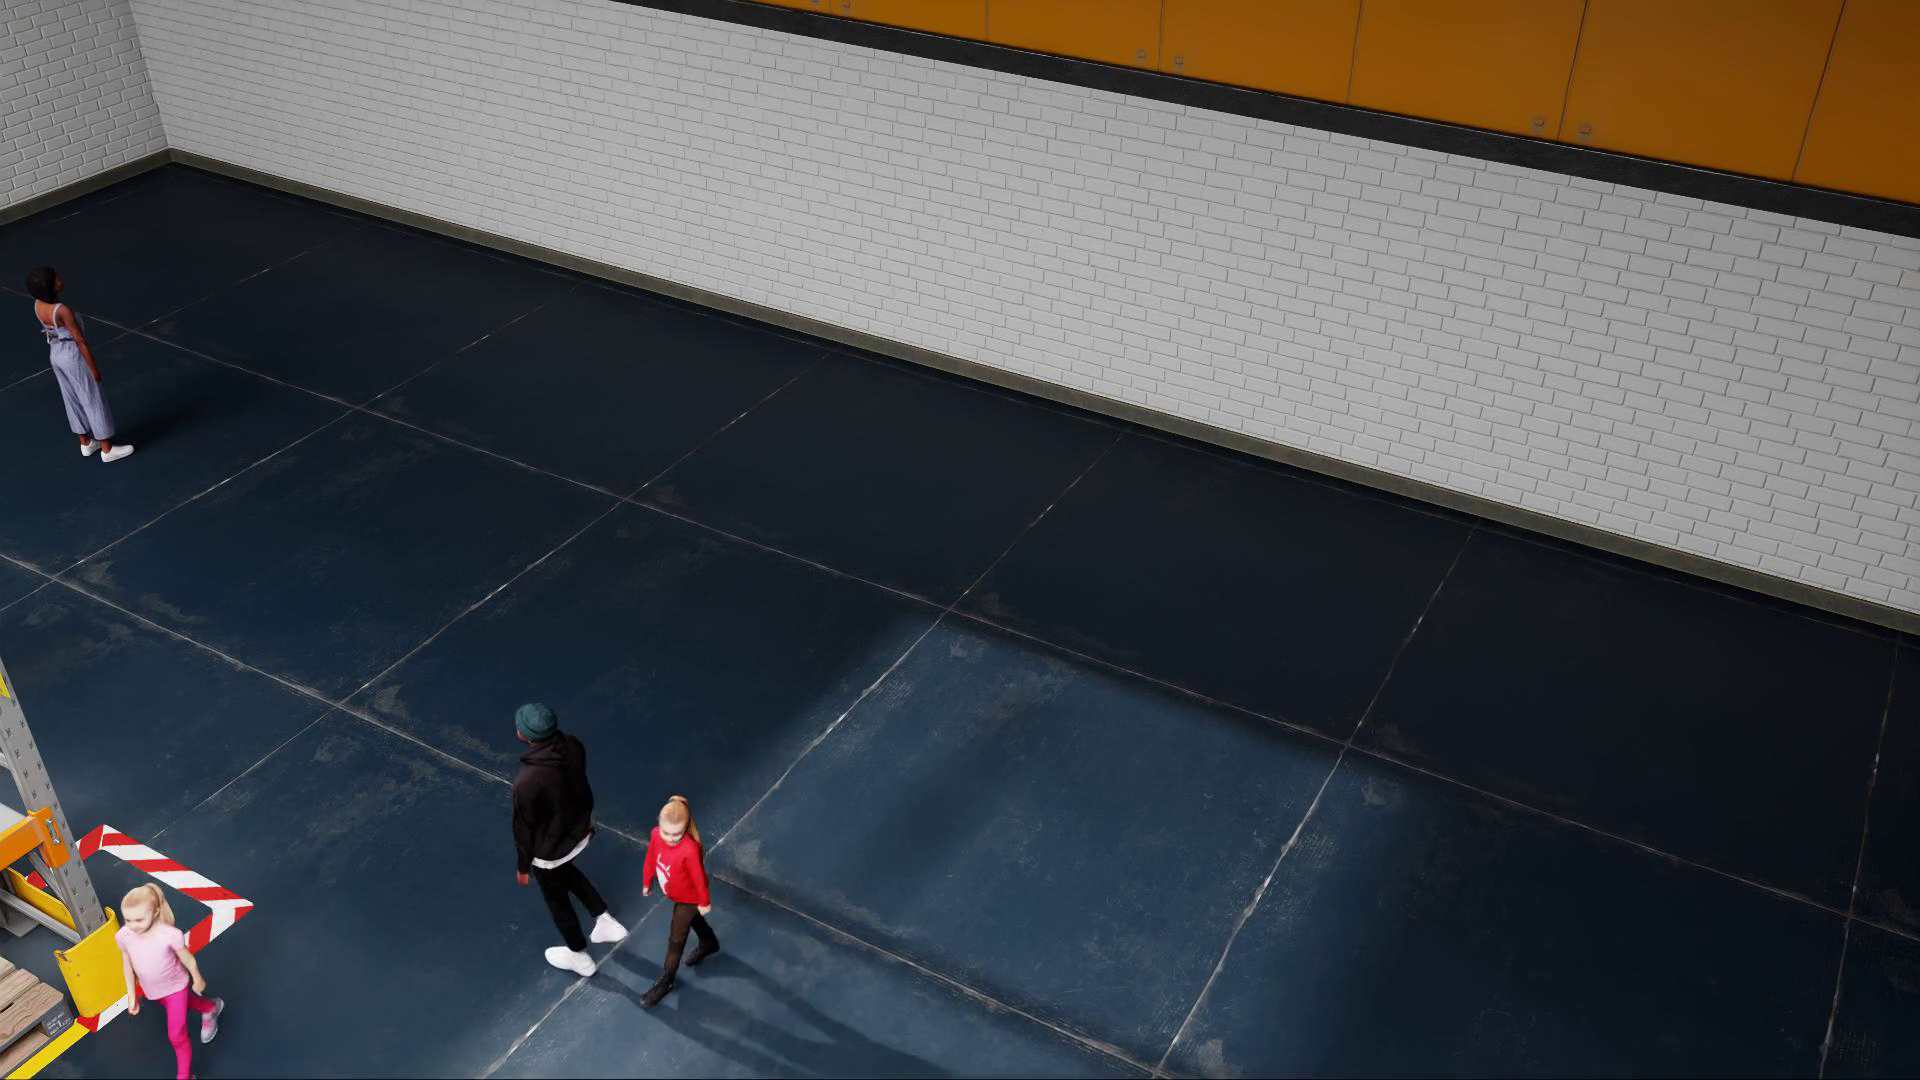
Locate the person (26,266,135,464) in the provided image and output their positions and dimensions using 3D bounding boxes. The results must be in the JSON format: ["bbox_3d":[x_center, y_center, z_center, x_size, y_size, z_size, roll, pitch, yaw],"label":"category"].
[{"bbox_3d":[-7.156,-1.426,13.425,0.567,1.696,0.515,17,37,23],"label":"person"}]

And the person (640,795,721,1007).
[{"bbox_3d":[-1.429,1.848,8.898,0.631,1.255,0.850,27,42,35],"label":"person"}]

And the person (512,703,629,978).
[{"bbox_3d":[-2.044,1.607,8.765,0.798,1.804,0.720,11,35,16],"label":"person"}]

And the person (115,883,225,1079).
[{"bbox_3d":[-3.983,2.189,8.386,0.717,1.254,0.957,2,34,4],"label":"person"}]
